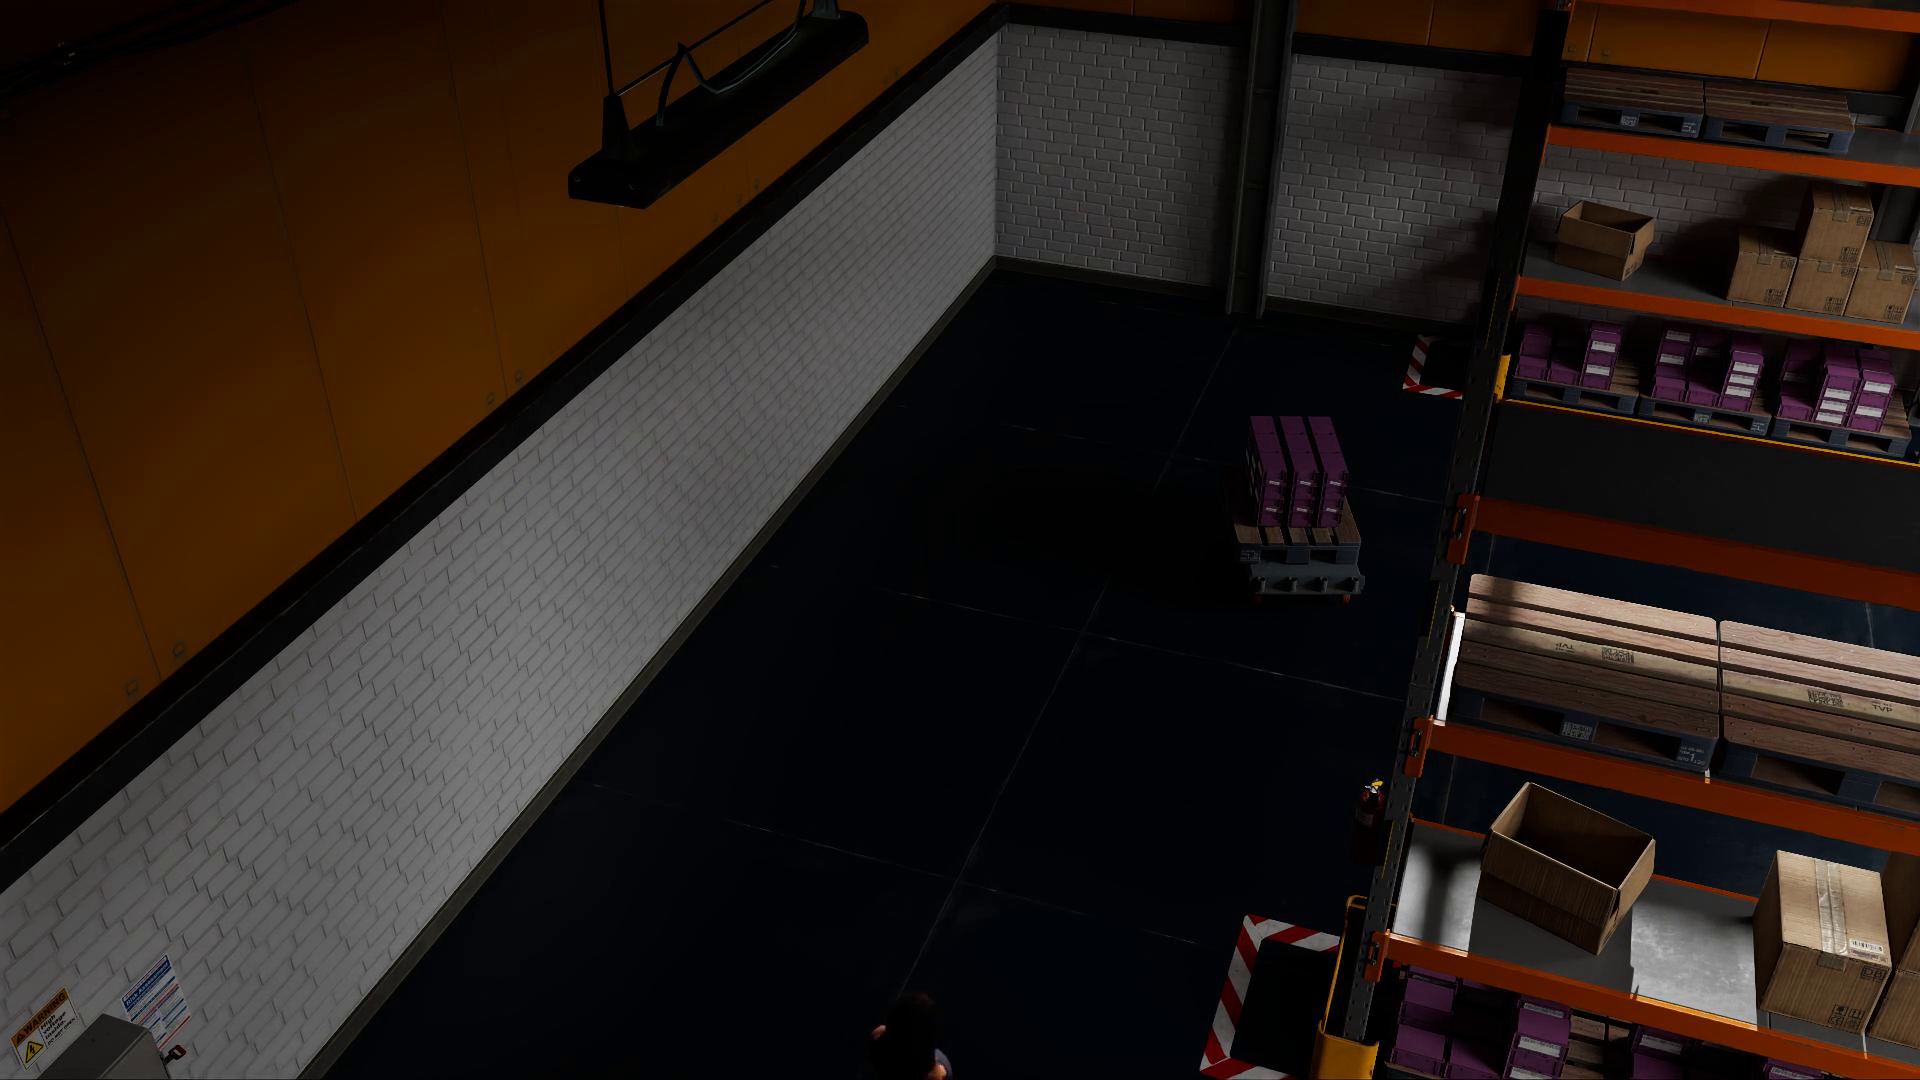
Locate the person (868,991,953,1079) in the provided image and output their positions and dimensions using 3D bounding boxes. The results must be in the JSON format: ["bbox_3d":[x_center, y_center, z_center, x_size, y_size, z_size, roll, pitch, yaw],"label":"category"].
[{"bbox_3d":[-0.331,3.017,8.448,1.229,1.762,1.033,26,41,33],"label":"person"}]
